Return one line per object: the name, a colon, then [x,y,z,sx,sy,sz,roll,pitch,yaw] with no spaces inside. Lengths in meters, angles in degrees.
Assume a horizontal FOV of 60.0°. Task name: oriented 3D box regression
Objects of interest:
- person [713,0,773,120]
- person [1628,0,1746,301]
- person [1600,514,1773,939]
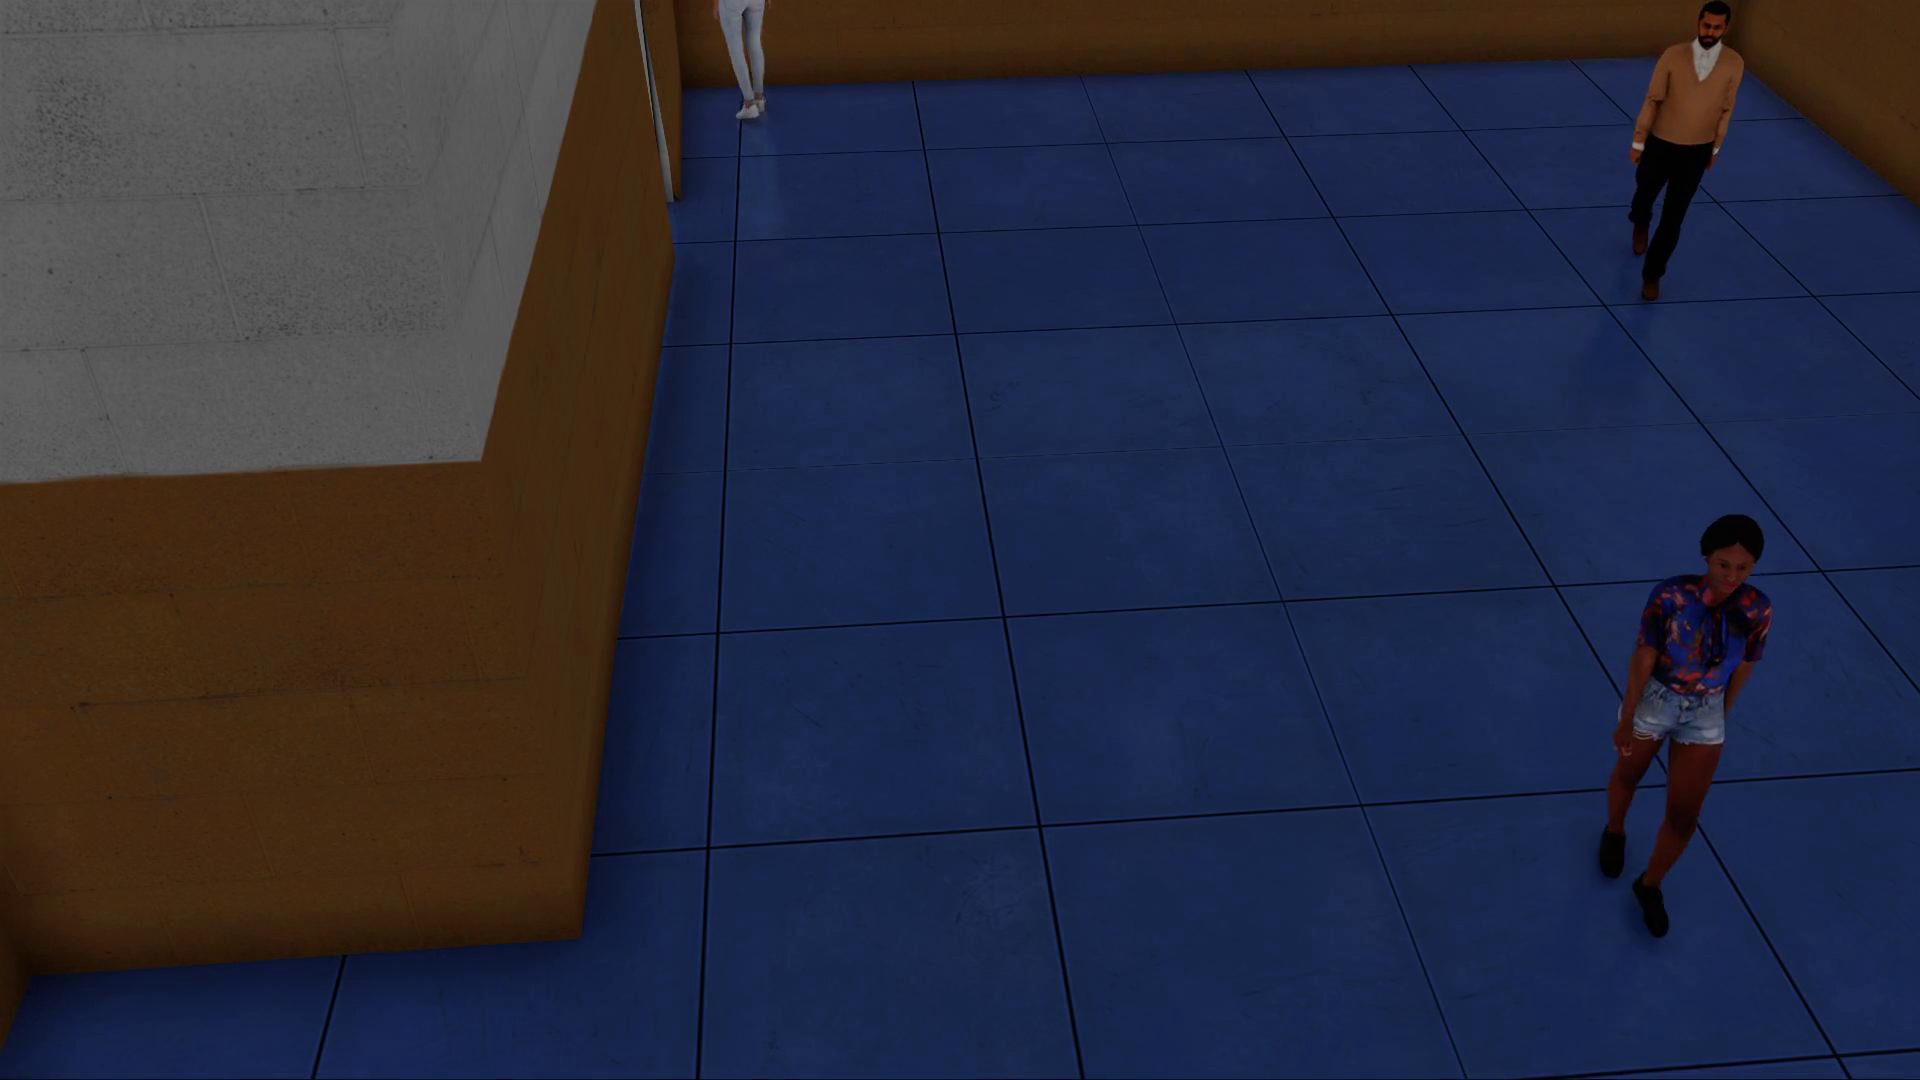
person: [-1.572,-3.928,12.048,0.764,1.756,0.805,-23,43,-27]
person: [4.319,-2.394,10.021,1.154,1.728,1.031,12,39,16]
person: [2.588,0.583,6.065,0.807,1.722,0.799,10,38,13]
